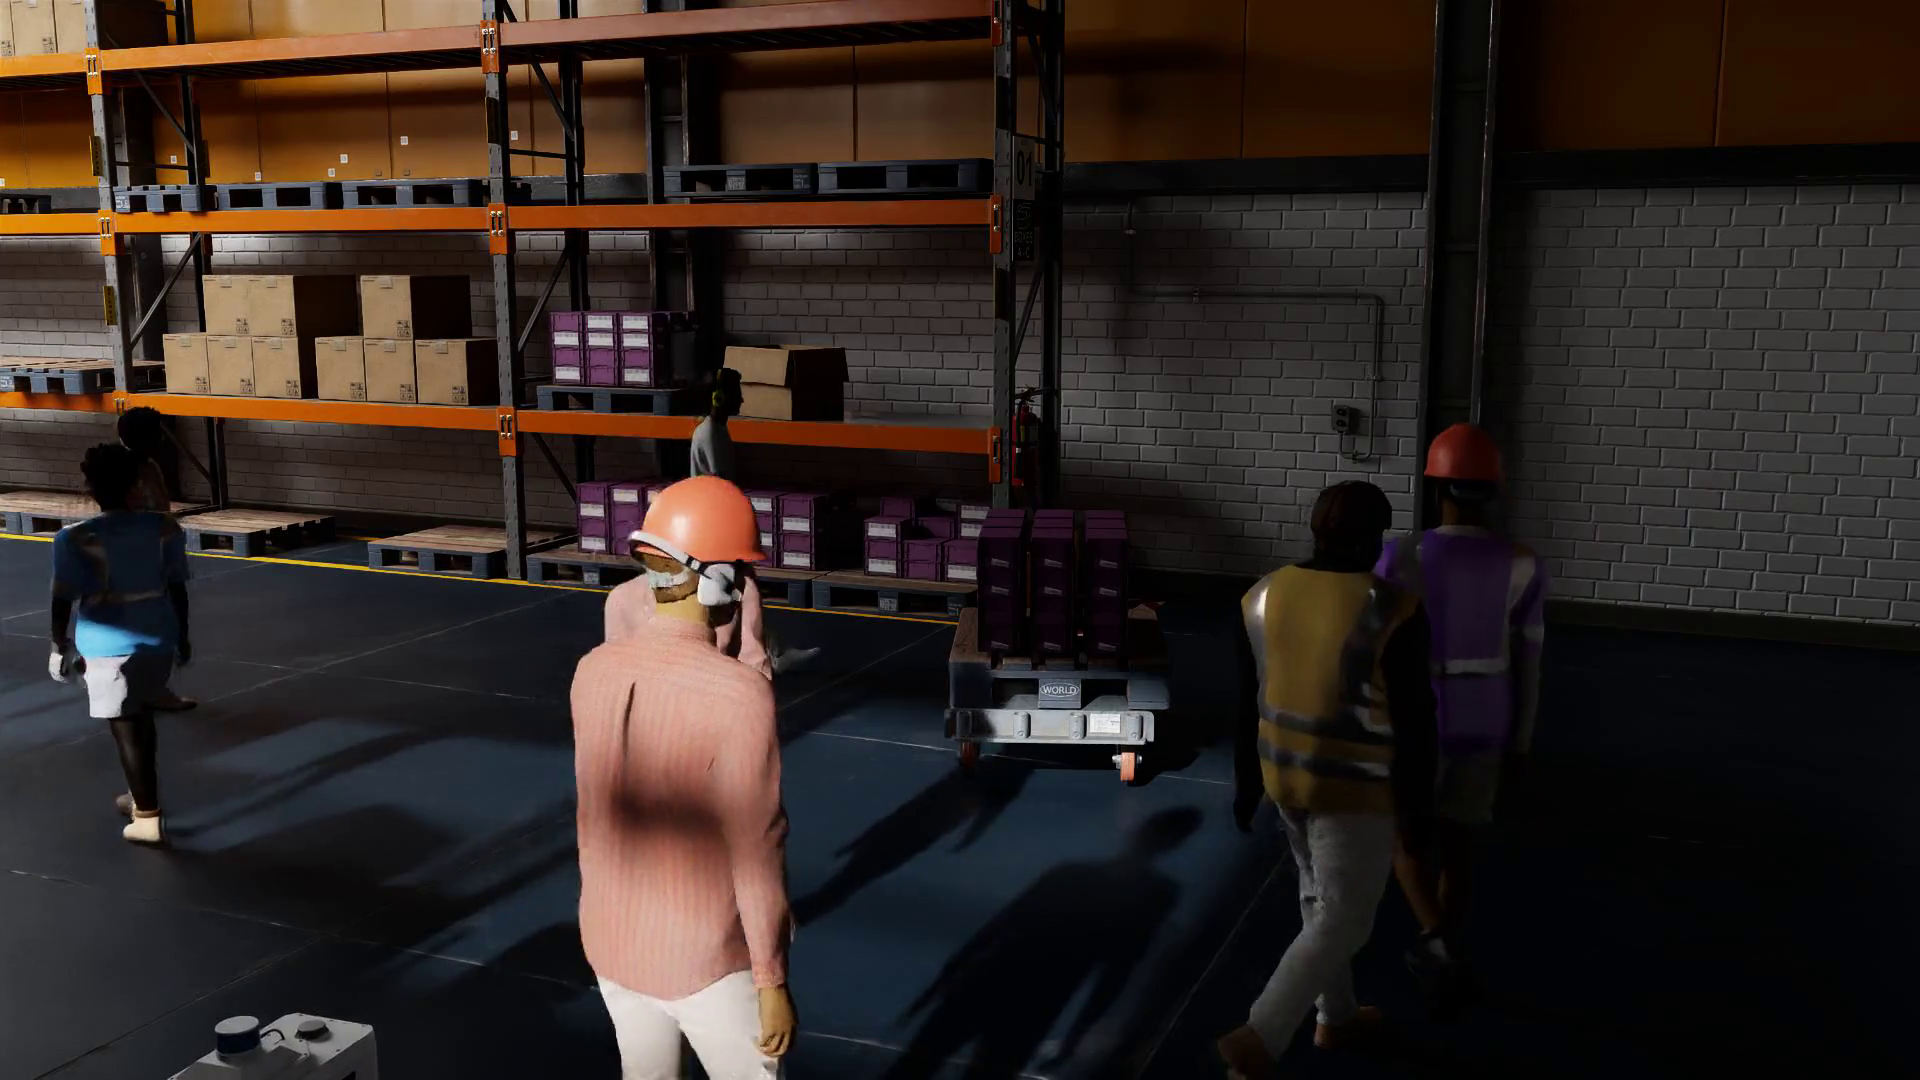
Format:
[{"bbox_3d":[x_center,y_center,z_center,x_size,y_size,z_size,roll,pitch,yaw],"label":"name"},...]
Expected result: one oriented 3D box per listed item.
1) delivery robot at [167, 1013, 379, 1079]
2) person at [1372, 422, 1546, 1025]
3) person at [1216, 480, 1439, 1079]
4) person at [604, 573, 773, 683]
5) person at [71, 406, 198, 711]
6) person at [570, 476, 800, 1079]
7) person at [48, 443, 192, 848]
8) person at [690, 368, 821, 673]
[{"bbox_3d":[-1.771,1.422,4.114,0.477,0.478,0.707,3,10,18],"label":"delivery robot"},{"bbox_3d":[1.558,0.595,5.268,0.566,1.924,0.651,0,9,0],"label":"person"},{"bbox_3d":[1.039,0.730,4.832,0.855,1.811,0.628,-8,12,-40],"label":"person"},{"bbox_3d":[-0.842,0.672,5.308,0.537,1.745,0.511,-5,11,-29],"label":"person"},{"bbox_3d":[-4.478,0.114,8.894,0.575,1.674,0.533,-2,10,-10],"label":"person"},{"bbox_3d":[-0.584,0.853,3.558,0.654,1.975,0.501,7,12,35],"label":"person"},{"bbox_3d":[-3.553,0.429,6.967,0.689,1.670,0.553,6,11,34],"label":"person"},{"bbox_3d":[-1.343,-0.079,9.620,0.986,1.818,0.518,0,9,2],"label":"person"}]
